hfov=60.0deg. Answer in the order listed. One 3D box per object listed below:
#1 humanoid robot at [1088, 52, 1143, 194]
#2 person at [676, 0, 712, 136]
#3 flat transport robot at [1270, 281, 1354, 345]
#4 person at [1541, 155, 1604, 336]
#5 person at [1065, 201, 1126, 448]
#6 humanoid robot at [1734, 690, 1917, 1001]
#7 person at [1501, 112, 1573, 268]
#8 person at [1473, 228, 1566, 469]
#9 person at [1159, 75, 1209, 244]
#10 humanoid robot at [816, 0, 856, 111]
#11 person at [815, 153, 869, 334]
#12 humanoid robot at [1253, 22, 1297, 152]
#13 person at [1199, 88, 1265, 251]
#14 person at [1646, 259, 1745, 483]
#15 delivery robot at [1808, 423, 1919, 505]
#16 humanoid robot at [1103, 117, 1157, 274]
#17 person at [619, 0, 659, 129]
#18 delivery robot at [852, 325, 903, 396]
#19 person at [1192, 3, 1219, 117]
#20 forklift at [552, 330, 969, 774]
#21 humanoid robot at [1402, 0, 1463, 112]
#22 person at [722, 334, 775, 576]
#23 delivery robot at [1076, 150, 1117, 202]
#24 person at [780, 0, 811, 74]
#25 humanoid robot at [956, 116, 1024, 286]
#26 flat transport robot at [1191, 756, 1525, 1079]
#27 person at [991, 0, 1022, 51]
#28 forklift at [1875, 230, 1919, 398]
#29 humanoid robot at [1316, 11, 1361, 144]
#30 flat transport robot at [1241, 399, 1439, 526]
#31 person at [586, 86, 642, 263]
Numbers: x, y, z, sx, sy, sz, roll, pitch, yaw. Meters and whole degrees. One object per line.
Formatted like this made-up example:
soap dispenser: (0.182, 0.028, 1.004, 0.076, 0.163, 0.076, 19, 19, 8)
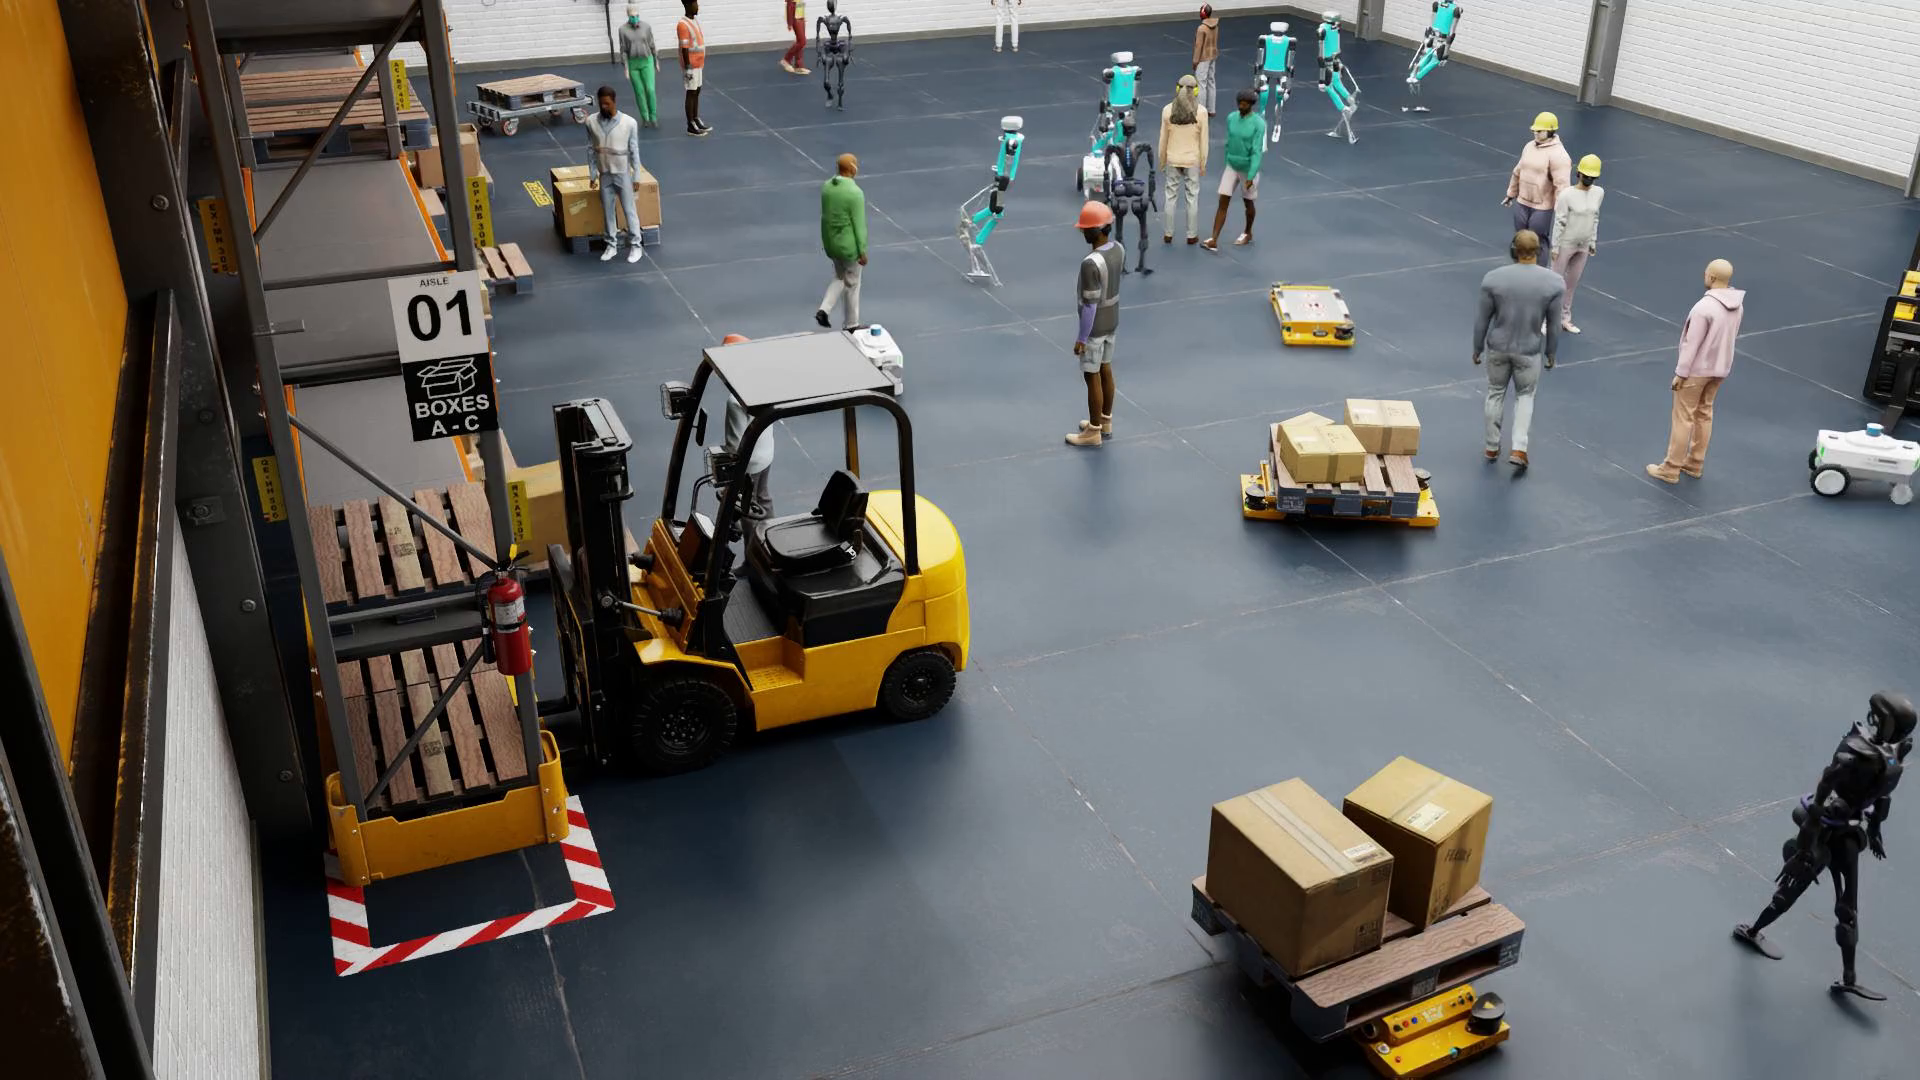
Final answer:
humanoid robot: (1.874, -5.165, 20.651, 0.543, 1.819, 0.656, -13, 29, -24)
person: (-3.766, -6.724, 23.474, 0.361, 1.964, 0.612, 3, 27, 6)
flat transport robot: (3.470, -2.240, 16.442, 0.659, 0.231, 1.431, 2, 27, 3)
person: (5.886, -2.818, 15.927, 0.525, 1.765, 0.326, -10, 28, -19)
person: (1.087, -1.741, 13.485, 0.376, 2.039, 0.605, 13, 30, 25)
humanoid robot: (4.089, 1.381, 7.705, 0.613, 1.619, 0.734, -13, 29, -24)
person: (5.933, -3.462, 17.095, 0.424, 1.863, 0.816, -12, 29, -23)
person: (4.366, -1.485, 13.109, 0.659, 1.906, 0.530, 9, 28, 17)
person: (2.498, -4.252, 18.660, 0.555, 1.877, 0.401, 8, 28, 15)
humanoid robot: (-1.853, -7.267, 24.871, 0.602, 1.655, 0.360, 0, 27, 0)
person: (-1.110, -2.805, 15.905, 0.466, 1.769, 0.564, -22, 34, -37)
humanoid robot: (4.320, -6.257, 22.848, 0.547, 1.777, 0.992, 6, 27, 12)
person: (3.062, -4.070, 18.373, 0.511, 1.793, 0.974, 19, 33, 34)
person: (5.761, -1.295, 12.888, 0.538, 1.776, 0.409, -15, 30, -27)
delivery robot: (7.001, -0.611, 12.892, 0.805, 0.602, 0.499, 11, 29, 20)
humanoid robot: (1.798, -3.664, 17.713, 0.602, 1.648, 0.338, 4, 27, 8)
person: (-4.566, -6.789, 23.754, 0.529, 1.824, 0.650, -5, 27, -9)
delivery robot: (-0.752, -1.642, 14.925, 0.499, 0.585, 0.765, -7, 27, -13)
person: (3.611, -7.026, 24.431, 0.464, 1.647, 0.308, -24, 35, -39)
forklift: (-1.094, 0.010, 9.831, 2.313, 2.155, 1.214, -10, 28, -20)
humanoid robot: (6.937, -7.200, 24.707, 0.829, 1.796, 0.588, -17, 31, -30)
person: (-1.478, -0.586, 11.516, 0.351, 1.740, 0.571, 8, 28, 15)
delivery robot: (1.711, -4.554, 20.713, 0.499, 0.581, 0.768, 1, 27, 2)
person: (-2.673, -8.526, 27.285, 0.420, 1.756, 0.491, 7, 27, 13)
humanoid robot: (0.251, -3.520, 17.377, 0.807, 1.787, 0.555, 1, 27, 2)
flat transport robot: (1.888, 2.001, 8.007, 0.659, 0.231, 1.431, -13, 29, -24)
person: (0.817, -9.548, 29.197, 0.571, 1.876, 0.350, -2, 27, -5)
forklift: (9.029, -2.397, 14.618, 1.214, 2.155, 2.313, 18, 32, 32)
humanoid robot: (5.339, -6.357, 23.097, 0.851, 1.856, 0.575, 21, 33, 35)
flat transport robot: (2.881, -0.348, 12.680, 1.431, 0.231, 0.659, 3, 27, 5)
person: (-3.744, -3.982, 18.089, 0.587, 1.909, 0.383, 7, 27, 13)
